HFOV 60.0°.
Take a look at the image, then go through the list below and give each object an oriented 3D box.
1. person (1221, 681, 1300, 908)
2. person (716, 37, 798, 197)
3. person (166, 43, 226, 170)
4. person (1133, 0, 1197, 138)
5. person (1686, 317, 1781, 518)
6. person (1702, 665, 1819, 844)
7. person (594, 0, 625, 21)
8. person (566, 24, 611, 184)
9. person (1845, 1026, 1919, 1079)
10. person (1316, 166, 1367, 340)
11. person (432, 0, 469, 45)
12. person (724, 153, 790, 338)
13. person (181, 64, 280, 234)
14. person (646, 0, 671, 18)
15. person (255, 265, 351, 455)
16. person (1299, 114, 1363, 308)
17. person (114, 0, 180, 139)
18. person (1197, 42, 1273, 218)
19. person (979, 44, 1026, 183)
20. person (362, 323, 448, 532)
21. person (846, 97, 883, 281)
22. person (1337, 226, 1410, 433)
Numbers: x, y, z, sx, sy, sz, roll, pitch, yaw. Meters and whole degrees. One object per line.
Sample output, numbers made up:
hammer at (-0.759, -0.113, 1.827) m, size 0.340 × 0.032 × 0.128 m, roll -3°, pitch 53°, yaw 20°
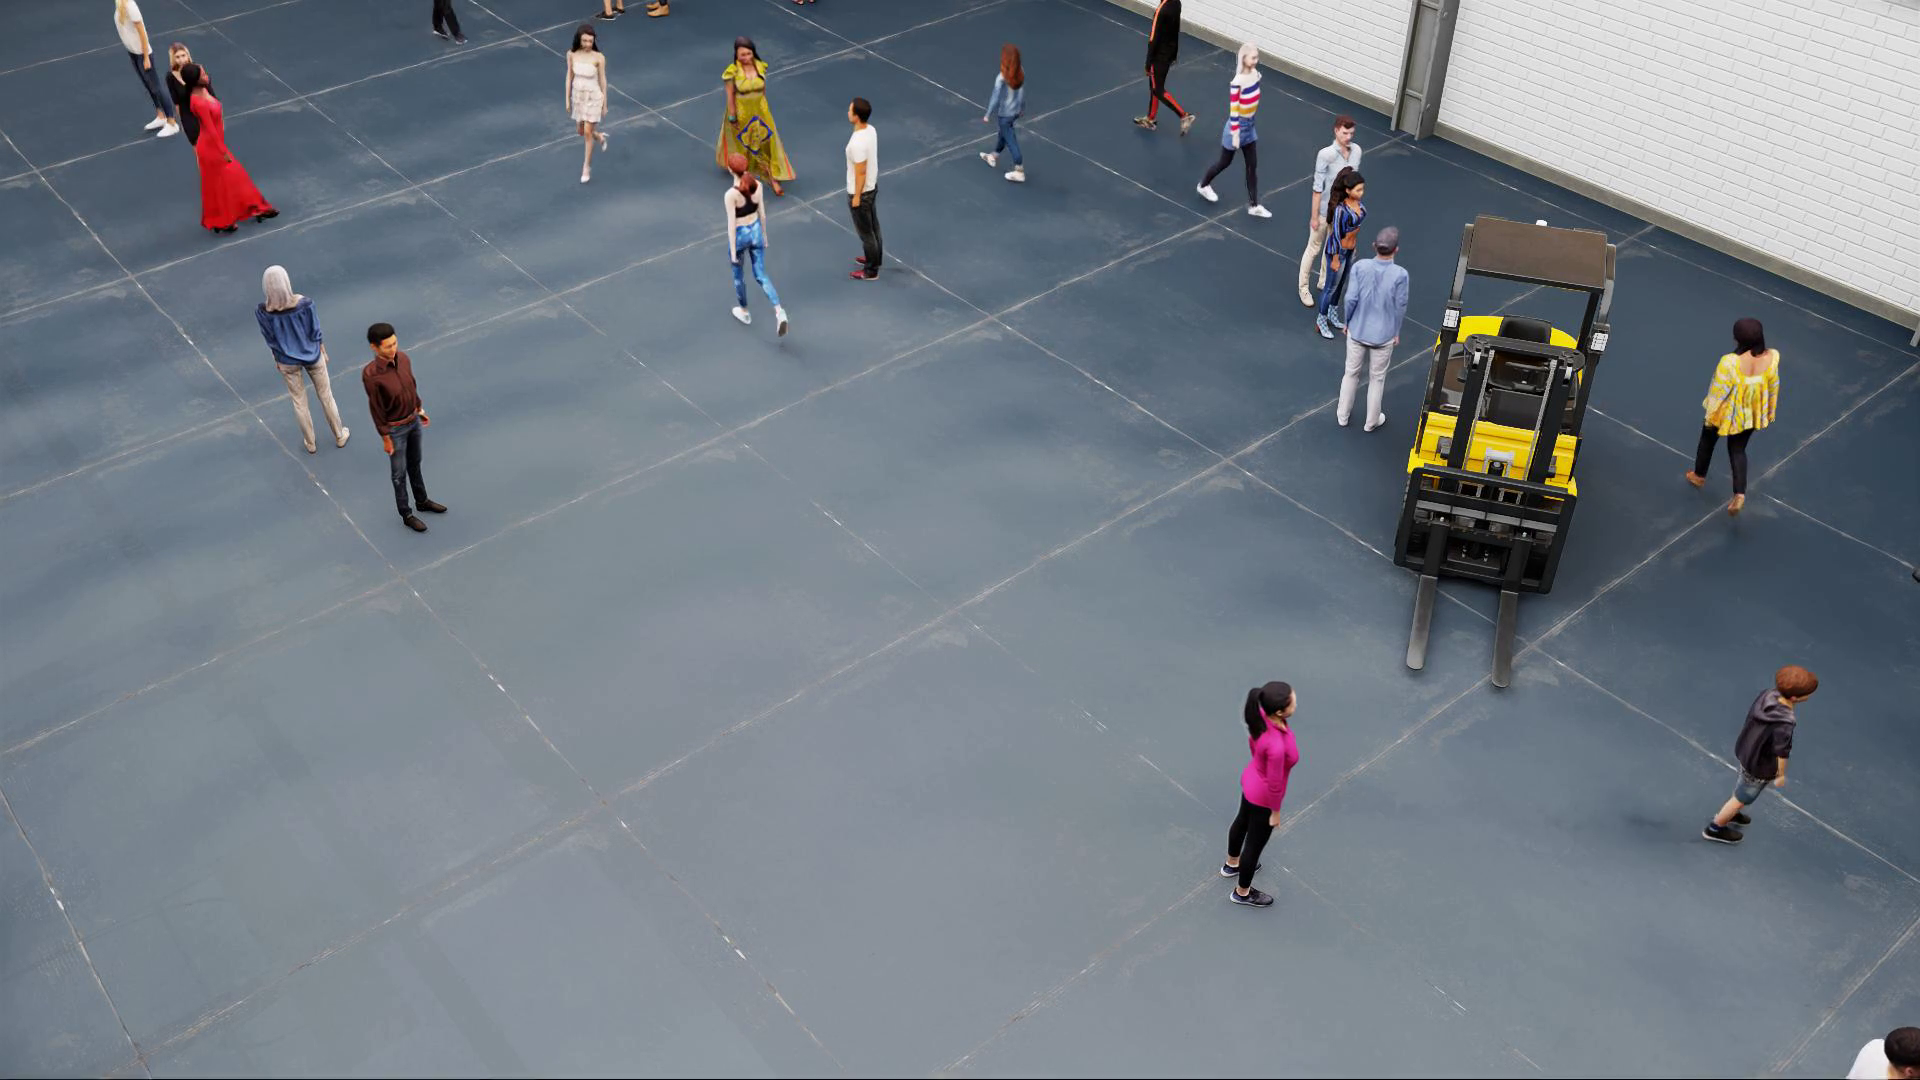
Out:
person at (1.778, 1.475, 9.847) m, size 0.748 × 1.698 × 0.664 m, roll -3°, pitch 39°, yaw -4°
person at (-2.261, -4.459, 17.354) m, size 0.826 × 1.604 × 1.267 m, roll -23°, pitch 44°, yaw -26°
person at (-7.841, -4.352, 17.194) m, size 0.794 × 1.626 × 1.133 m, roll -15°, pitch 41°, yaw -18°
person at (2.301, -5.269, 18.217) m, size 1.123 × 1.782 × 0.801 m, roll 25°, pitch 45°, yaw 28°
person at (6.044, -0.933, 12.915) m, size 1.036 × 1.623 × 1.147 m, roll -1°, pitch 39°, yaw -2°
person at (4.854, 1.331, 10.231) m, size 0.706 × 1.435 × 0.649 m, roll 5°, pitch 39°, yaw 6°
person at (-4.530, -7.538, 21.013) m, size 0.629 × 1.839 × 0.652 m, roll 20°, pitch 43°, yaw 23°
person at (-3.864, -4.608, 17.453) m, size 0.927 × 1.701 × 0.965 m, roll 12°, pitch 40°, yaw 14°
person at (4.153, 2.898, 7.972) m, size 1.262 × 1.805 × 1.152 m, roll 6°, pitch 39°, yaw 8°
person at (3.436, -2.595, 15.000) m, size 0.610 × 1.617 × 0.649 m, roll 26°, pitch 46°, yaw 29°
person at (-6.492, -7.003, 20.448) m, size 1.034 × 1.707 × 0.719 m, roll 27°, pitch 46°, yaw 30°
person at (-1.845, -2.606, 14.908) m, size 0.591 × 1.760 × 1.067 m, roll -26°, pitch 46°, yaw -29°
person at (-7.465, -3.835, 16.447) m, size 0.939 × 1.760 × 1.007 m, roll -10°, pitch 40°, yaw -12°
person at (-3.891, -7.542, 21.120) m, size 0.766 × 1.712 × 0.650 m, roll -6°, pitch 39°, yaw -8°
person at (-5.366, -1.472, 13.534) m, size 0.687 × 1.703 × 0.682 m, roll -12°, pitch 40°, yaw -15°
person at (3.450, -3.080, 15.423) m, size 0.700 × 1.847 × 0.620 m, roll -17°, pitch 42°, yaw -20°
person at (-8.998, -5.352, 18.300) m, size 0.675 × 1.808 × 0.434 m, roll -30°, pitch 47°, yaw -32°
person at (2.754, -4.168, 16.851) m, size 1.174 × 1.766 × 0.762 m, roll 29°, pitch 47°, yaw 32°
person at (0.567, -4.453, 17.458) m, size 0.950 × 1.454 × 0.709 m, roll 24°, pitch 45°, yaw 27°
person at (-4.299, -0.886, 12.732) m, size 0.691 × 1.778 × 0.718 m, roll 15°, pitch 41°, yaw 18°
person at (-0.909, -3.336, 15.788) m, size 0.749 × 1.803 × 0.715 m, roll 7°, pitch 39°, yaw 8°
person at (3.400, -1.734, 13.708) m, size 0.667 × 1.886 × 0.797 m, roll 16°, pitch 41°, yaw 19°
